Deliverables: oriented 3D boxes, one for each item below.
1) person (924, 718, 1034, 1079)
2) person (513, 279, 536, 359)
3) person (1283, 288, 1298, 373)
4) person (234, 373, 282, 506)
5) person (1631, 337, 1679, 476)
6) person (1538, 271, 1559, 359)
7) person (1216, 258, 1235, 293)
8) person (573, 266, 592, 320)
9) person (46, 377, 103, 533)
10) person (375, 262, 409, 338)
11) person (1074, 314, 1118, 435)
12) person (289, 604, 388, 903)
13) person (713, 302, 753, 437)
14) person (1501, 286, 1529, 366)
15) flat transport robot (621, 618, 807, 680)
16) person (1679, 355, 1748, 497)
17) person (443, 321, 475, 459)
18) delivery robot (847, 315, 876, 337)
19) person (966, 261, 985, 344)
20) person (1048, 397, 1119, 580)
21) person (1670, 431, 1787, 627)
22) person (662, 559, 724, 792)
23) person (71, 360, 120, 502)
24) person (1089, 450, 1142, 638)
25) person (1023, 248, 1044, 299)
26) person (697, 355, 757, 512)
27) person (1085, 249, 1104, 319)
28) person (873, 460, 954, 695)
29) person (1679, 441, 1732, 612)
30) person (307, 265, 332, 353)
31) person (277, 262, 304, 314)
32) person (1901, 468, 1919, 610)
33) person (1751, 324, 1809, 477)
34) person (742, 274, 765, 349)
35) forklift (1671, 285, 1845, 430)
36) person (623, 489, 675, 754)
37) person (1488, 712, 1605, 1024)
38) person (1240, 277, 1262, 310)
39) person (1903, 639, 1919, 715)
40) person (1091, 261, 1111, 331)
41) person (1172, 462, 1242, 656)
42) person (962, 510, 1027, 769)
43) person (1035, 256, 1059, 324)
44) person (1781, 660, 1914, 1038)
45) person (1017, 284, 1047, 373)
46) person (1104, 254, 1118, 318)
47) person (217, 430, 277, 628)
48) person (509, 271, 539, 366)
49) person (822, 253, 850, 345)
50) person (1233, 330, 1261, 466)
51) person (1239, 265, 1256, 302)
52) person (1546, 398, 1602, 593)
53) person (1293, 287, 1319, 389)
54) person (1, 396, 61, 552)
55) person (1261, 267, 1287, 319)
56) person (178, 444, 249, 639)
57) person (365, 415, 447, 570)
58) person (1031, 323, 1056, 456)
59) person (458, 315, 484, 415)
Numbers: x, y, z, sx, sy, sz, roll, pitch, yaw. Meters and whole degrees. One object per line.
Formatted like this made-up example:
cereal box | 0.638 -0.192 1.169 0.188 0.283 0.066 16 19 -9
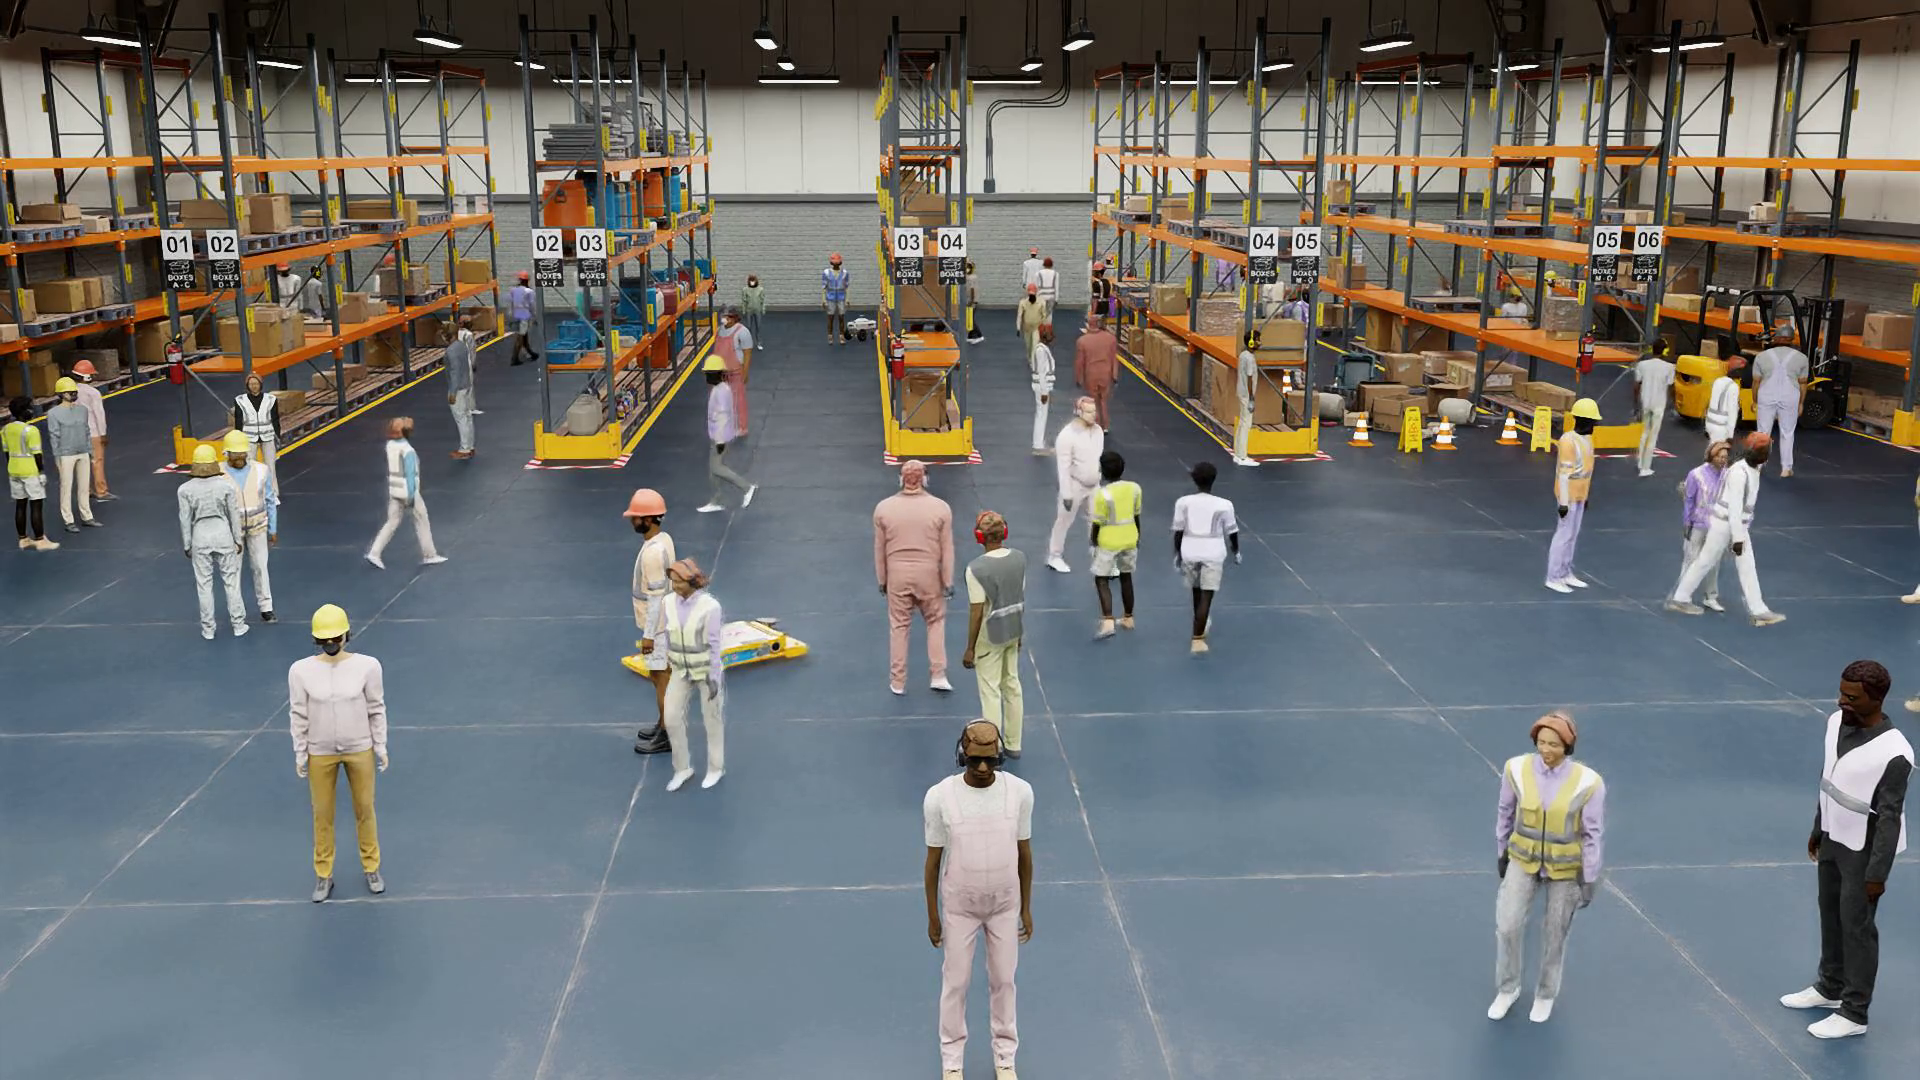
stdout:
person | 0.088 1.679 7.606 0.501 1.838 0.341 -3 14 -10
person | -9.083 -4.650 34.643 0.498 1.721 0.491 -2 13 -7
person | 6.425 -4.084 32.439 0.272 1.632 0.507 10 17 37
person | -8.550 -1.219 20.289 0.514 1.642 0.310 -6 15 -25
person | 9.312 -1.781 22.221 0.579 1.847 0.518 -11 17 -38
person | 12.170 -4.671 34.536 0.405 1.824 0.585 1 13 5
person | 6.644 -6.427 41.486 0.390 2.045 0.607 -9 16 -34
person | -9.136 -6.035 40.527 0.536 1.730 0.812 4 14 18
person | -10.120 -0.978 18.991 0.299 1.772 0.533 5 14 22
person | -12.713 -5.288 37.159 0.807 1.809 0.583 -11 17 -39
person | 2.015 -2.453 25.008 0.667 1.875 0.637 -4 14 -17
person | -3.597 1.226 9.662 0.523 1.769 0.320 -5 14 -19
person | -3.492 -2.591 25.244 0.684 2.000 0.536 10 17 37
person | 10.529 -3.928 31.534 0.549 1.741 0.412 -4 14 -16
flat transport robot | -2.086 0.924 14.146 1.431 0.197 0.652 -10 16 -35
person | 9.274 -1.363 20.464 0.717 1.863 0.671 0 13 2
person | -7.062 -2.104 23.403 0.355 1.936 0.633 0 13 -2
delivery robot | -2.241 -4.883 37.934 0.477 0.478 0.707 10 17 37
person | 0.300 -5.318 37.233 0.554 1.848 0.674 2 13 8
person | 1.262 -0.523 16.878 0.667 1.853 1.019 -11 17 -39
person | 7.092 -0.114 15.257 1.068 1.804 0.581 13 18 43
person | -1.814 0.928 11.246 0.532 1.619 0.558 6 14 23
person | -10.774 -1.351 20.604 0.564 1.752 0.338 6 14 23
person | 1.426 0.033 14.871 0.587 1.697 0.490 -9 16 -34
person | 1.917 -6.749 43.472 0.575 1.749 0.336 -1 13 -3
person | -2.835 -1.266 19.900 0.619 1.913 0.598 -4 14 -18
person | 3.331 -6.169 40.729 0.435 1.881 0.749 -2 13 -9
person | -0.369 0.306 13.340 0.652 1.900 0.416 1 13 6
person | 7.059 -0.128 15.692 0.514 1.634 0.313 -1 13 -4
person | -13.726 -4.927 35.537 0.514 1.861 0.320 10 17 37
person | -14.254 -4.956 35.310 0.606 2.024 0.438 -5 14 -22
person | 9.259 -0.241 15.737 0.429 1.838 0.623 0 13 -2
person | 10.927 -1.875 22.211 0.674 2.000 0.535 7 15 29
person | -4.477 -4.946 36.093 0.506 1.631 0.277 -2 13 -9
forklift | 12.503 -2.886 26.166 2.313 2.155 1.214 -1 13 -3
person | -2.219 0.583 12.020 0.355 1.938 0.545 -1 13 -4
person | 2.877 1.645 8.206 0.517 1.623 0.496 8 15 30
person | 6.914 -5.832 39.572 0.524 1.764 0.329 3 14 11
person | 7.558 0.598 12.511 0.525 1.668 0.725 -1 13 -6
person | 2.860 -4.710 34.245 0.411 2.035 0.616 8 16 31
person | 2.156 0.134 14.495 0.551 1.656 0.779 8 15 29
person | 0.255 0.706 11.700 0.393 1.842 0.564 12 18 41
person | 2.001 -5.589 38.311 0.586 1.869 0.650 -2 13 -6
person | 4.402 1.504 8.181 0.397 1.911 0.588 0 13 -1
person | 1.416 -4.188 32.696 0.580 1.721 0.847 2 13 10
person | 3.692 -6.197 41.129 0.563 1.754 0.321 7 15 29
person | -6.538 -0.104 15.170 0.591 1.826 0.403 -9 16 -32
person | -8.809 -4.497 33.659 0.555 1.879 0.999 7 15 29
person | -2.741 -5.338 36.916 0.620 2.032 0.402 -3 14 -11
person | 3.976 -1.963 22.953 0.309 1.868 0.535 -1 13 -3
person | 6.186 -5.020 35.830 0.397 1.910 0.585 -1 13 -3
person | 6.074 -0.447 16.411 0.386 1.922 0.594 11 17 39
person | 6.310 -3.680 30.285 0.429 1.844 0.627 12 18 41
person | -10.119 -0.719 18.042 0.537 1.699 0.321 6 15 24
person | 6.524 -4.749 34.659 0.590 1.917 0.421 -6 15 -25
person | -6.674 0.012 14.855 0.491 1.743 0.324 -5 14 -21
person | -5.805 -0.490 17.256 0.510 1.610 0.794 11 17 40
person | 1.198 -2.157 23.764 0.341 1.883 0.673 1 13 5
person | -8.104 -2.881 27.336 0.314 1.639 0.515 -12 18 -41
